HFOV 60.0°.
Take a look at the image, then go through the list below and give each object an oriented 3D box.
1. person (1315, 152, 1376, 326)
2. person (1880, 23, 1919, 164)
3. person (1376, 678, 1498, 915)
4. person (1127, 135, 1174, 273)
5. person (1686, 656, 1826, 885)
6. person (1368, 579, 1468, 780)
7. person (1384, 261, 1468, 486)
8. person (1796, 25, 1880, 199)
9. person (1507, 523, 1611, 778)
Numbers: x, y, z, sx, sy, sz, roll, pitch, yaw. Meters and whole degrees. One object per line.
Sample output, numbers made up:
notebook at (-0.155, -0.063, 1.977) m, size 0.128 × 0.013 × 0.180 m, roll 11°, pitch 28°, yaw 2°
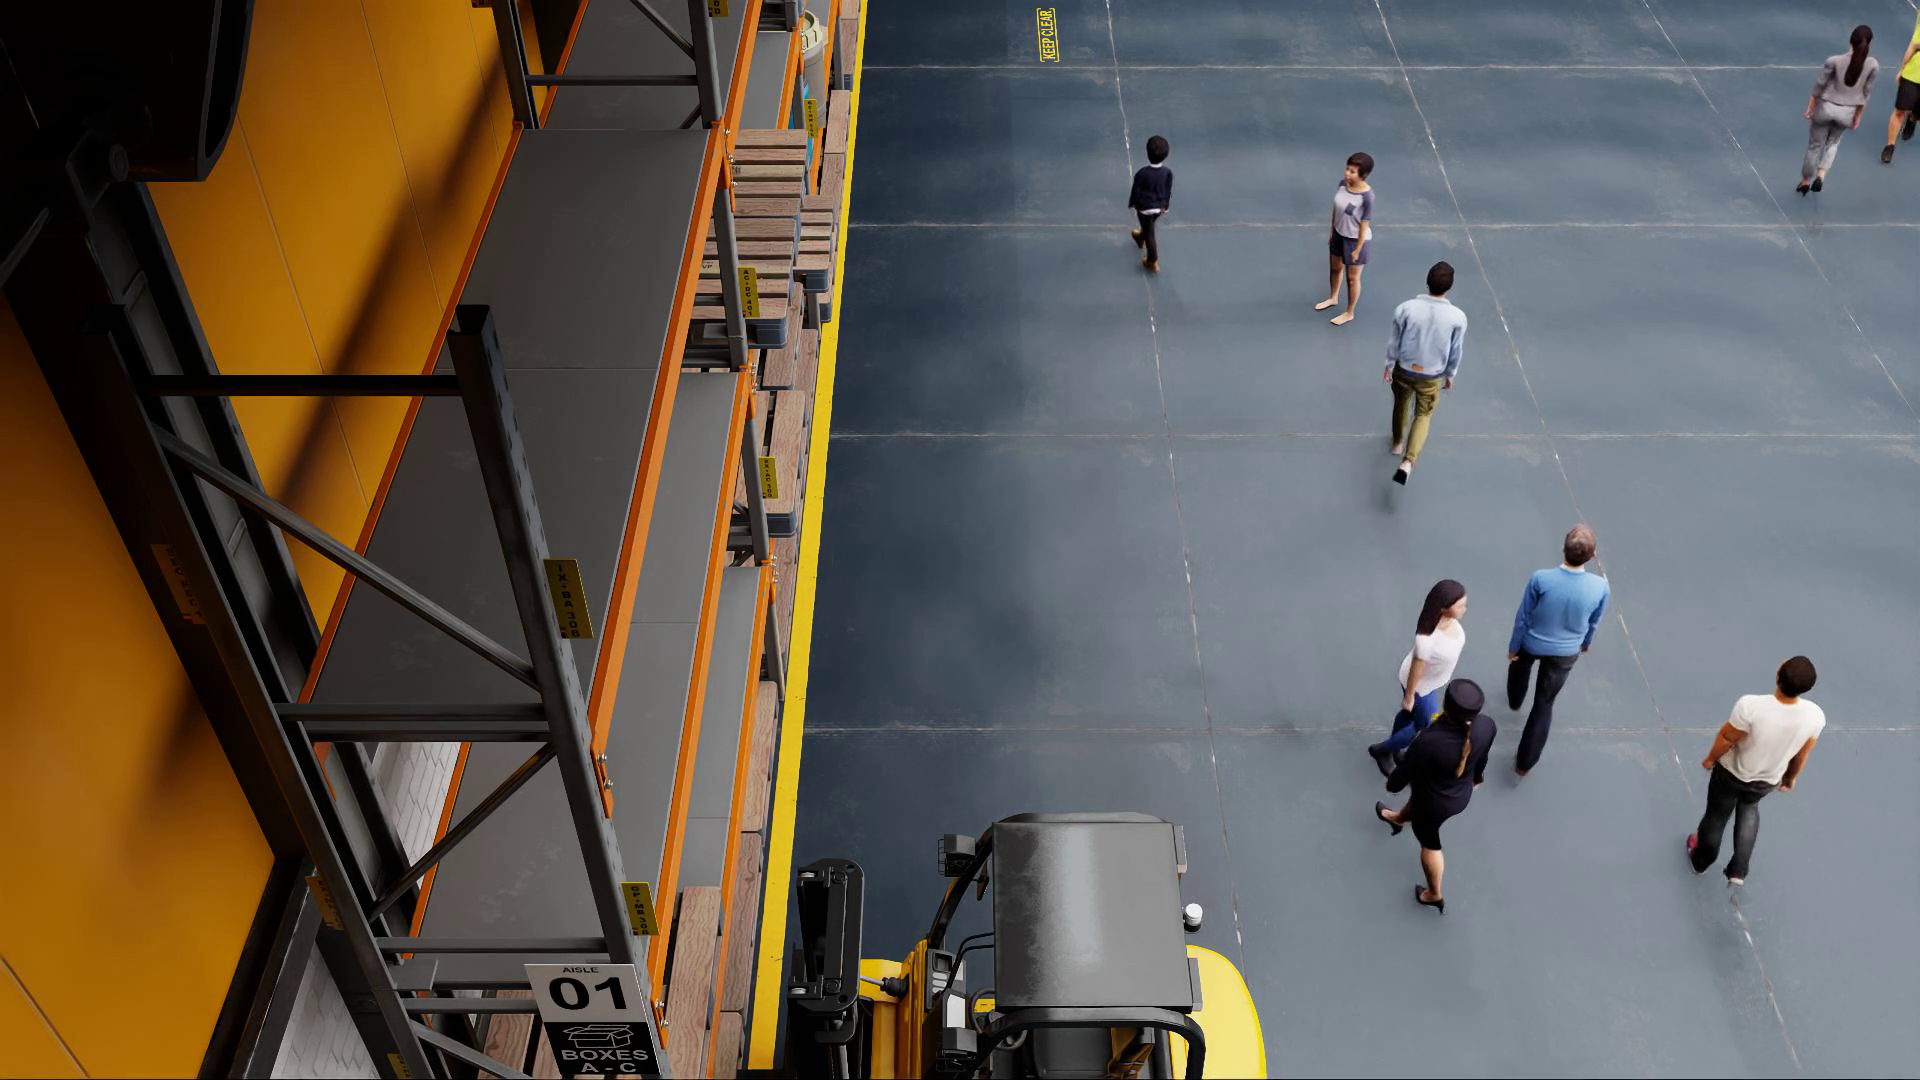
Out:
person at (3.230, -2.512, 13.746) m, size 0.718 × 1.562 × 0.622 m, roll -22°, pitch 48°, yaw -22°
person at (9.066, -4.404, 15.640) m, size 0.848 × 1.689 × 0.989 m, roll 20°, pitch 47°, yaw 20°
person at (2.752, 1.503, 9.483) m, size 0.996 × 1.629 × 1.173 m, roll -19°, pitch 47°, yaw -19°
person at (1.673, -2.892, 14.409) m, size 0.698 × 1.198 × 0.898 m, roll -15°, pitch 46°, yaw -15°
person at (4.529, 1.378, 9.493) m, size 0.660 × 1.796 × 0.728 m, roll 3°, pitch 44°, yaw 4°
person at (2.737, 0.831, 10.154) m, size 0.771 × 1.676 × 0.687 m, roll 21°, pitch 48°, yaw 21°
person at (3.358, -1.197, 12.202) m, size 0.903 × 1.788 × 1.154 m, roll 12°, pitch 45°, yaw 12°
person at (7.907, -3.806, 15.029) m, size 0.688 × 1.665 × 0.696 m, roll 11°, pitch 45°, yaw 12°
person at (3.633, 0.689, 10.227) m, size 0.893 × 1.781 × 1.247 m, roll 11°, pitch 45°, yaw 12°
